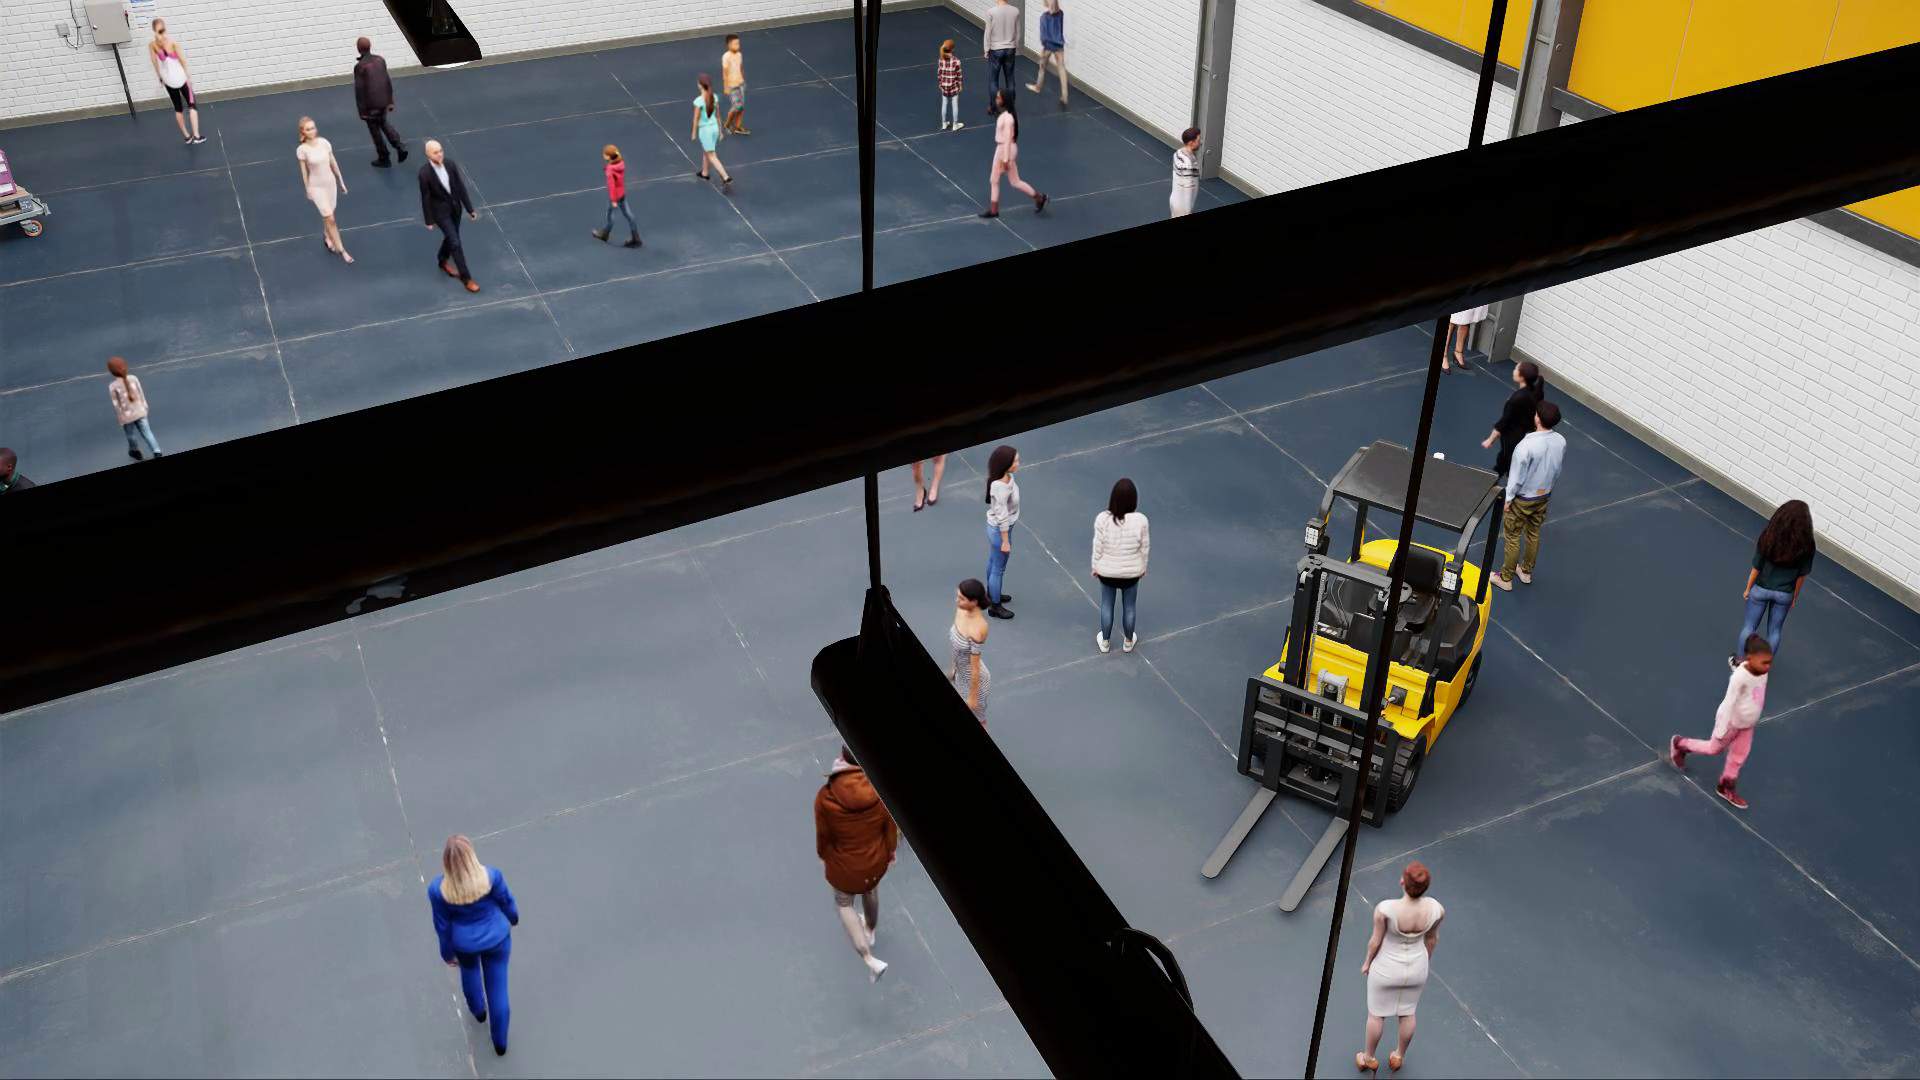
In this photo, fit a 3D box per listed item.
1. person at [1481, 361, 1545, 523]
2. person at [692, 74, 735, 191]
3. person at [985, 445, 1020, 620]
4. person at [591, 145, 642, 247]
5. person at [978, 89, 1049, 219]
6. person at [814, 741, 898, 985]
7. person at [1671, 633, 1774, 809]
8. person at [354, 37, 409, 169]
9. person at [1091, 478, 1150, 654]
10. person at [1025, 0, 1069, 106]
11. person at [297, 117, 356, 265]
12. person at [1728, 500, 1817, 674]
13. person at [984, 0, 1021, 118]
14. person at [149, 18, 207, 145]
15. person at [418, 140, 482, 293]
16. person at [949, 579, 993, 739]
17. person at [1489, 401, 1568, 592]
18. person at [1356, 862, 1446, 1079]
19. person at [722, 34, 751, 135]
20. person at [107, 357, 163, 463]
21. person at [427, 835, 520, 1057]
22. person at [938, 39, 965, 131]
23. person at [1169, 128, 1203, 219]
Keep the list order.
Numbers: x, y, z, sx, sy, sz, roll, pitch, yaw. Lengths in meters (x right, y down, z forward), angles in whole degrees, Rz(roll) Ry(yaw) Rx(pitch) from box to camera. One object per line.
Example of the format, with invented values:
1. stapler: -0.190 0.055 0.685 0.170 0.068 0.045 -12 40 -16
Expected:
1. person: 5.160 -0.822 15.209 0.803 1.627 1.072 -28 43 -35
2. person: -3.314 -5.426 22.227 1.141 1.525 0.835 27 42 34
3. person: 0.333 -0.087 14.097 0.730 1.633 0.583 -1 34 -2
4. person: -4.199 -4.258 20.684 0.942 1.287 0.877 12 35 17
5. person: 0.693 -4.918 21.312 0.947 1.691 1.156 -4 34 -6
6. person: -0.629 2.080 10.680 0.672 1.806 0.974 -11 35 -16
7. person: 5.653 1.268 12.244 0.584 1.428 0.915 -17 37 -24
8. person: -7.945 -5.974 22.791 0.984 1.813 0.917 16 37 23
9. person: 1.308 0.217 13.636 0.702 1.638 0.713 2 34 4
10. person: 1.445 -7.372 25.044 0.828 1.646 1.151 -22 40 -30
11. person: -7.783 -4.279 20.277 1.162 1.773 0.835 29 43 36
12. person: 6.543 0.395 13.388 0.705 1.614 0.770 12 36 18
13. person: 0.620 -7.240 24.614 0.722 1.903 0.630 -12 35 -18
14. person: -11.142 -6.484 23.583 0.732 1.786 0.716 0 34 0
15. person: -6.110 -3.883 19.691 1.262 1.763 1.031 23 40 30
16. person: 0.098 1.049 12.221 0.666 1.816 0.502 -11 35 -16
17. person: 4.925 -0.386 14.385 0.667 1.812 0.545 -15 36 -21
18. person: 2.619 2.578 9.943 0.628 1.793 0.603 -1 34 -1
19. person: -3.305 -6.567 24.011 0.729 1.450 0.670 20 39 27
20. person: -8.048 -1.229 16.225 0.891 1.178 0.689 27 42 34
21. person: -2.921 2.515 10.137 0.715 1.683 0.830 -6 34 -9
22. person: -0.142 -6.645 24.259 0.592 1.306 0.663 14 36 20
23. person: 2.649 -4.008 19.790 0.808 1.860 0.631 -3 34 -5
